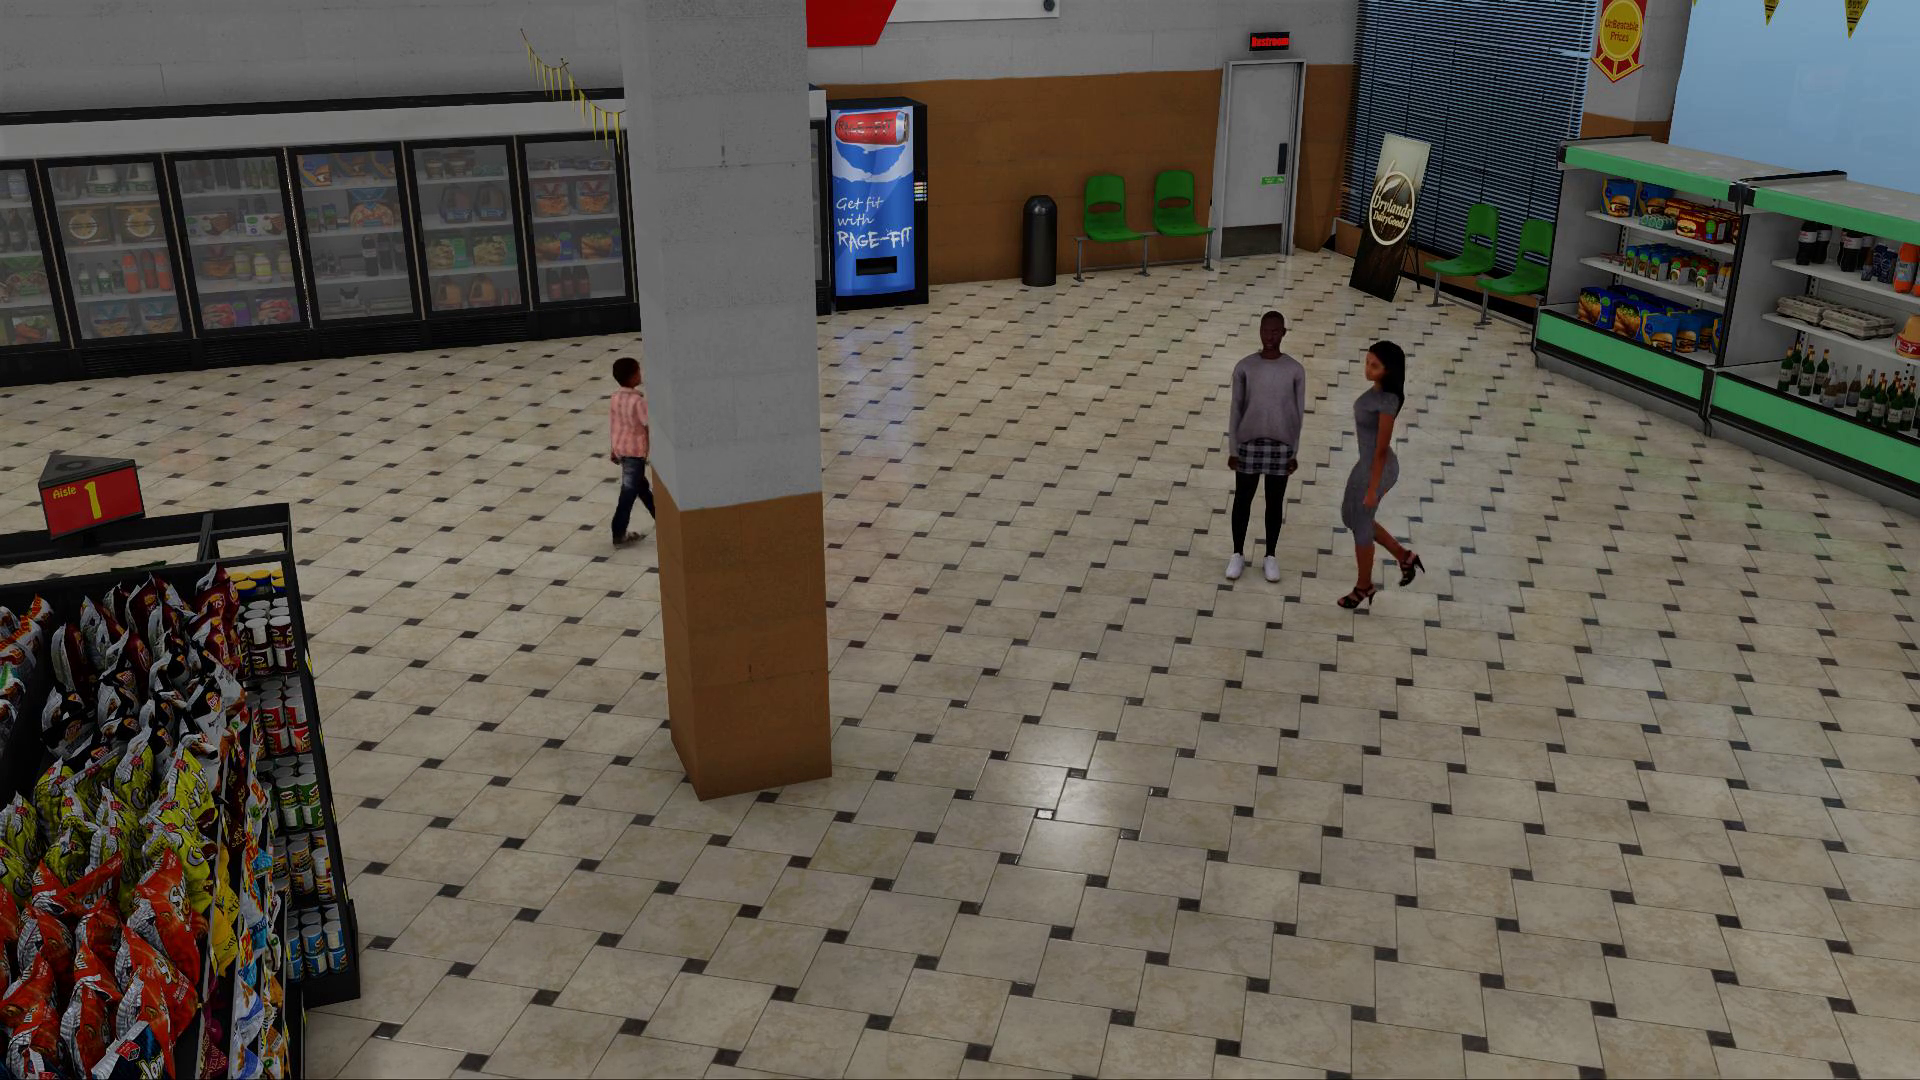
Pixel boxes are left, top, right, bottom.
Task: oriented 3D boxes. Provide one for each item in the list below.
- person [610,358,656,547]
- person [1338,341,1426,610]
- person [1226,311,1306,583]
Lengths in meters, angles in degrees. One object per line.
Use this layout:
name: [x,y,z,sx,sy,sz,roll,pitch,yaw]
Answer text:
person: [-2.288,-0.577,11.314,0.878,1.277,0.807,19,29,40]
person: [2.612,-0.354,10.116,0.874,1.757,0.841,4,22,11]
person: [1.962,-0.606,10.722,0.698,1.772,0.693,3,22,7]
